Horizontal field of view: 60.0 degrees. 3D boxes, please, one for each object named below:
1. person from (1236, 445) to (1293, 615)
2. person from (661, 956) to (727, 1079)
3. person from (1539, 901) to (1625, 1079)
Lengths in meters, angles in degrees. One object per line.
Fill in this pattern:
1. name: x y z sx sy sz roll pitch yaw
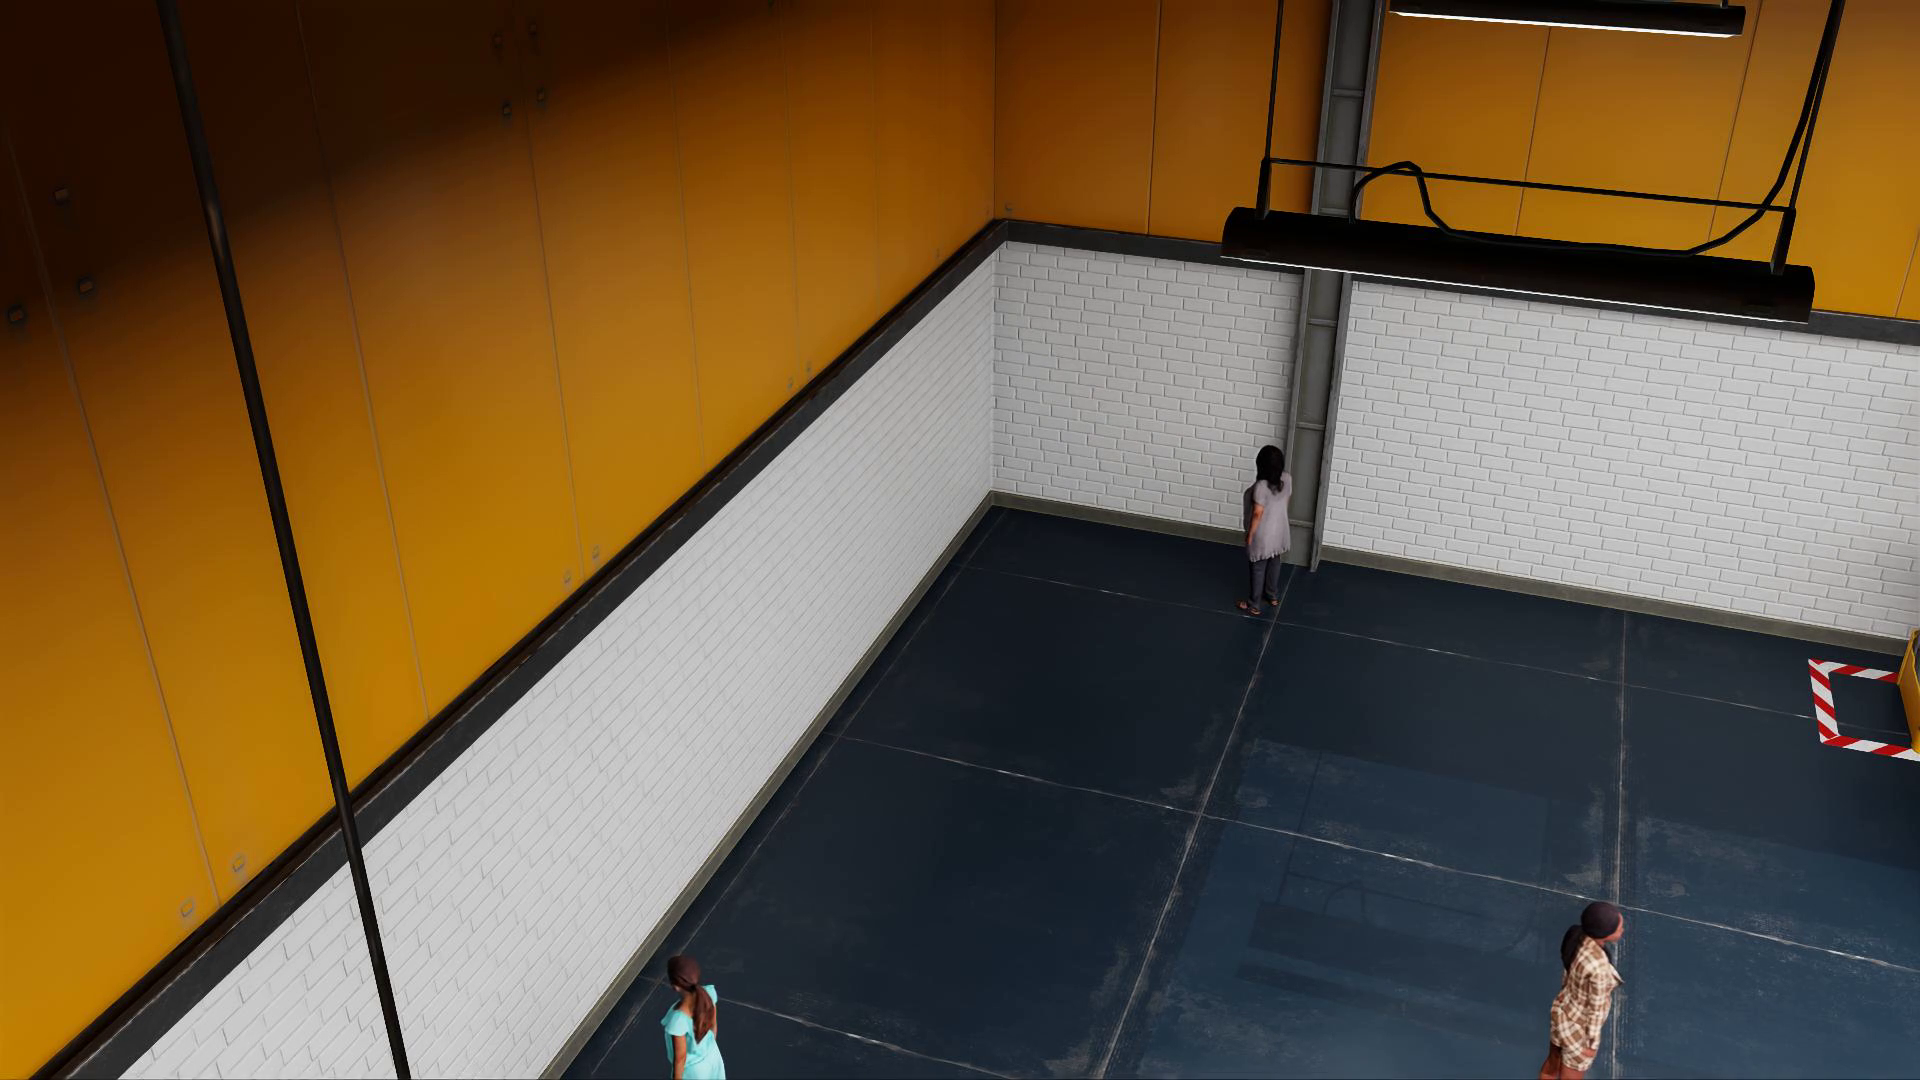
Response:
1. person: 2.773 -0.107 15.018 0.755 1.610 0.800 -22 35 -34
2. person: -1.497 2.967 9.438 0.594 1.558 0.587 16 32 27
3. person: 3.519 2.787 9.522 0.638 1.794 0.643 1 29 1
